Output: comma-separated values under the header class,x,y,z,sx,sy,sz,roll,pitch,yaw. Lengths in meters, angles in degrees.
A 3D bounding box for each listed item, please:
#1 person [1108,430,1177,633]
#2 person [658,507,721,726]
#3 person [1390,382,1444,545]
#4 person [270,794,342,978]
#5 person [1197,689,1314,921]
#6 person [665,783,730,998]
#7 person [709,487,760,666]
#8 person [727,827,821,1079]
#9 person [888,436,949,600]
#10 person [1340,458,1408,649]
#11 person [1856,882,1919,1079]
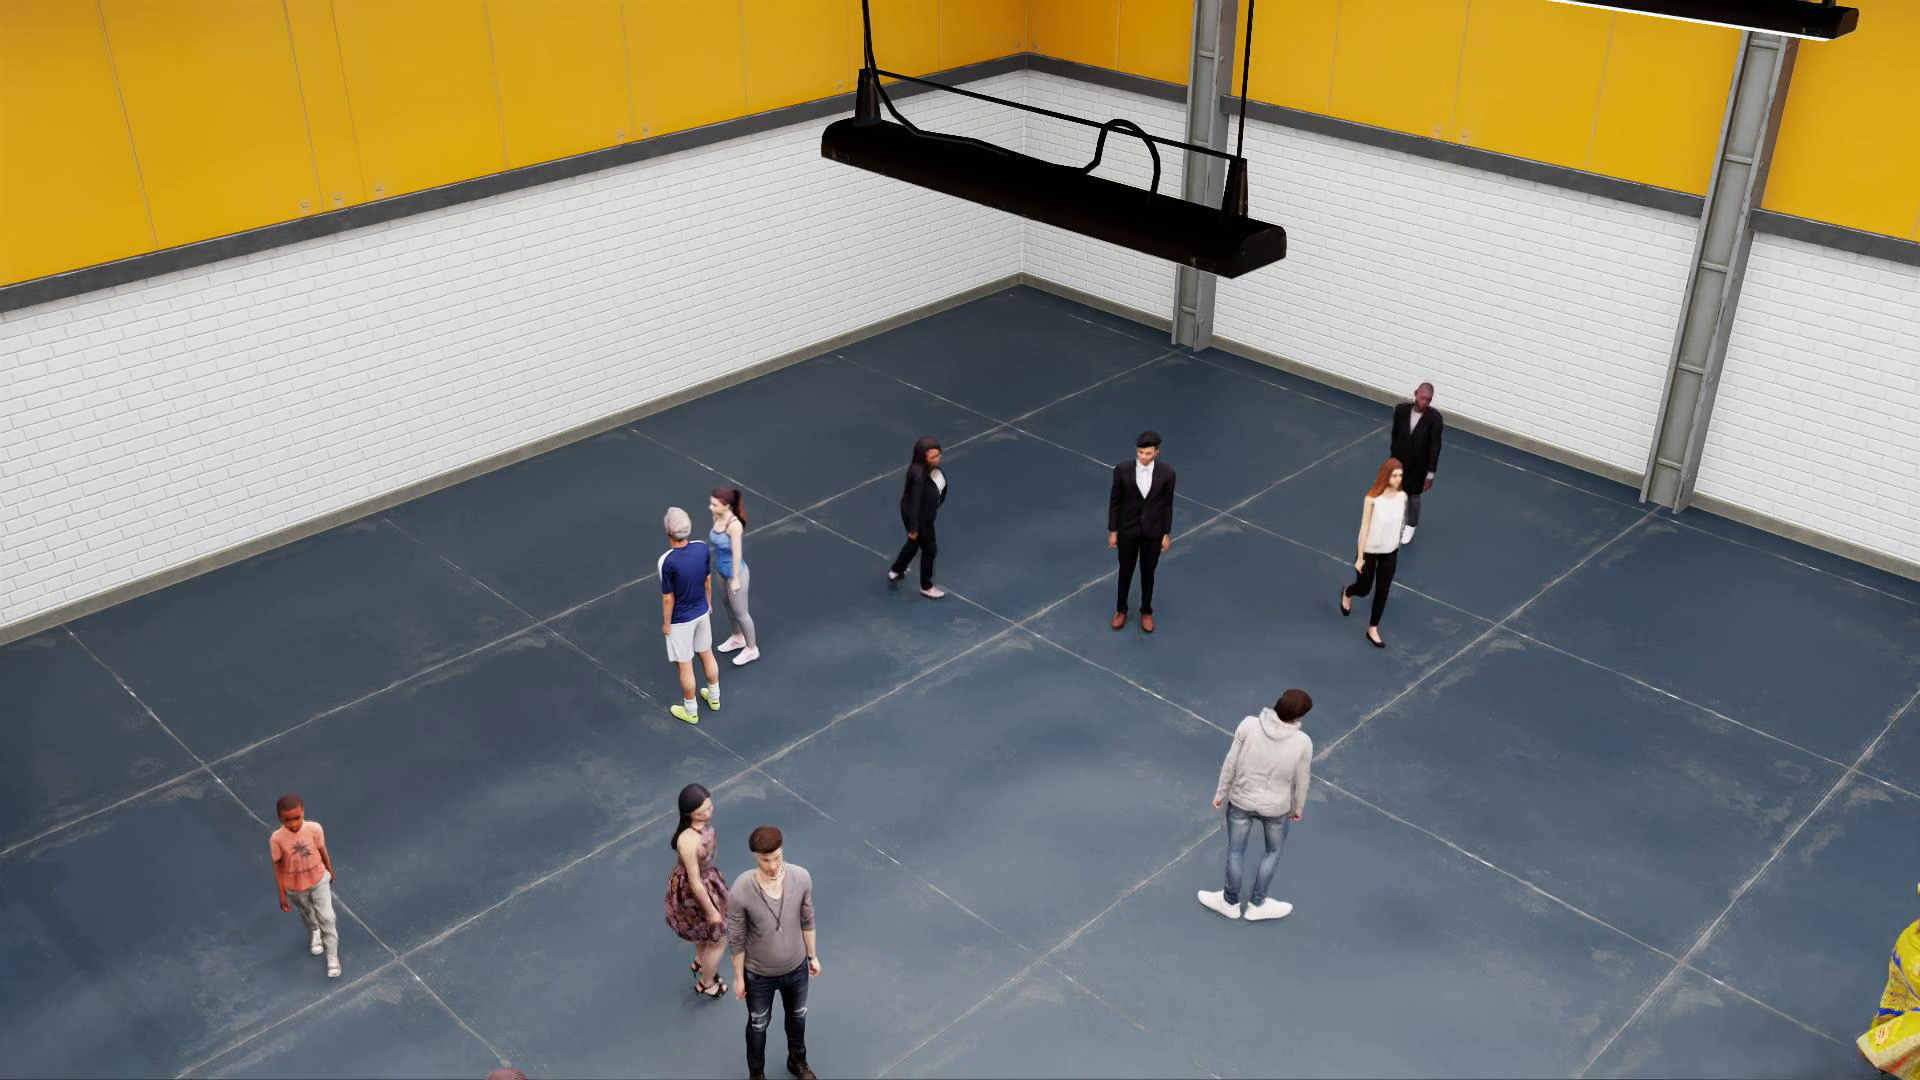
class,x,y,z,sx,sy,sz,roll,pitch,yaw
person,1.552,-0.102,14.256,0.733,1.881,0.830,3,29,6
person,-2.139,0.583,13.048,0.542,1.836,0.644,23,36,35
person,4.243,-0.735,15.579,0.797,1.725,0.821,21,35,33
person,-4.245,2.148,10.754,0.688,1.285,0.870,-9,30,-16
person,1.935,1.743,10.940,0.748,1.818,0.900,-1,29,-1
person,-1.625,2.201,10.174,0.875,1.746,0.815,-5,29,-8
person,-1.899,0.276,13.852,0.654,1.605,0.514,-18,33,-29
person,-1.073,2.431,9.588,0.753,1.904,0.715,-12,31,-21
person,-0.383,-0.224,14.780,0.980,1.594,0.919,-1,29,-1
person,3.503,0.063,14.135,0.848,1.707,0.971,-6,29,-11
person,5.596,2.504,9.720,1.041,1.650,0.971,3,29,5
